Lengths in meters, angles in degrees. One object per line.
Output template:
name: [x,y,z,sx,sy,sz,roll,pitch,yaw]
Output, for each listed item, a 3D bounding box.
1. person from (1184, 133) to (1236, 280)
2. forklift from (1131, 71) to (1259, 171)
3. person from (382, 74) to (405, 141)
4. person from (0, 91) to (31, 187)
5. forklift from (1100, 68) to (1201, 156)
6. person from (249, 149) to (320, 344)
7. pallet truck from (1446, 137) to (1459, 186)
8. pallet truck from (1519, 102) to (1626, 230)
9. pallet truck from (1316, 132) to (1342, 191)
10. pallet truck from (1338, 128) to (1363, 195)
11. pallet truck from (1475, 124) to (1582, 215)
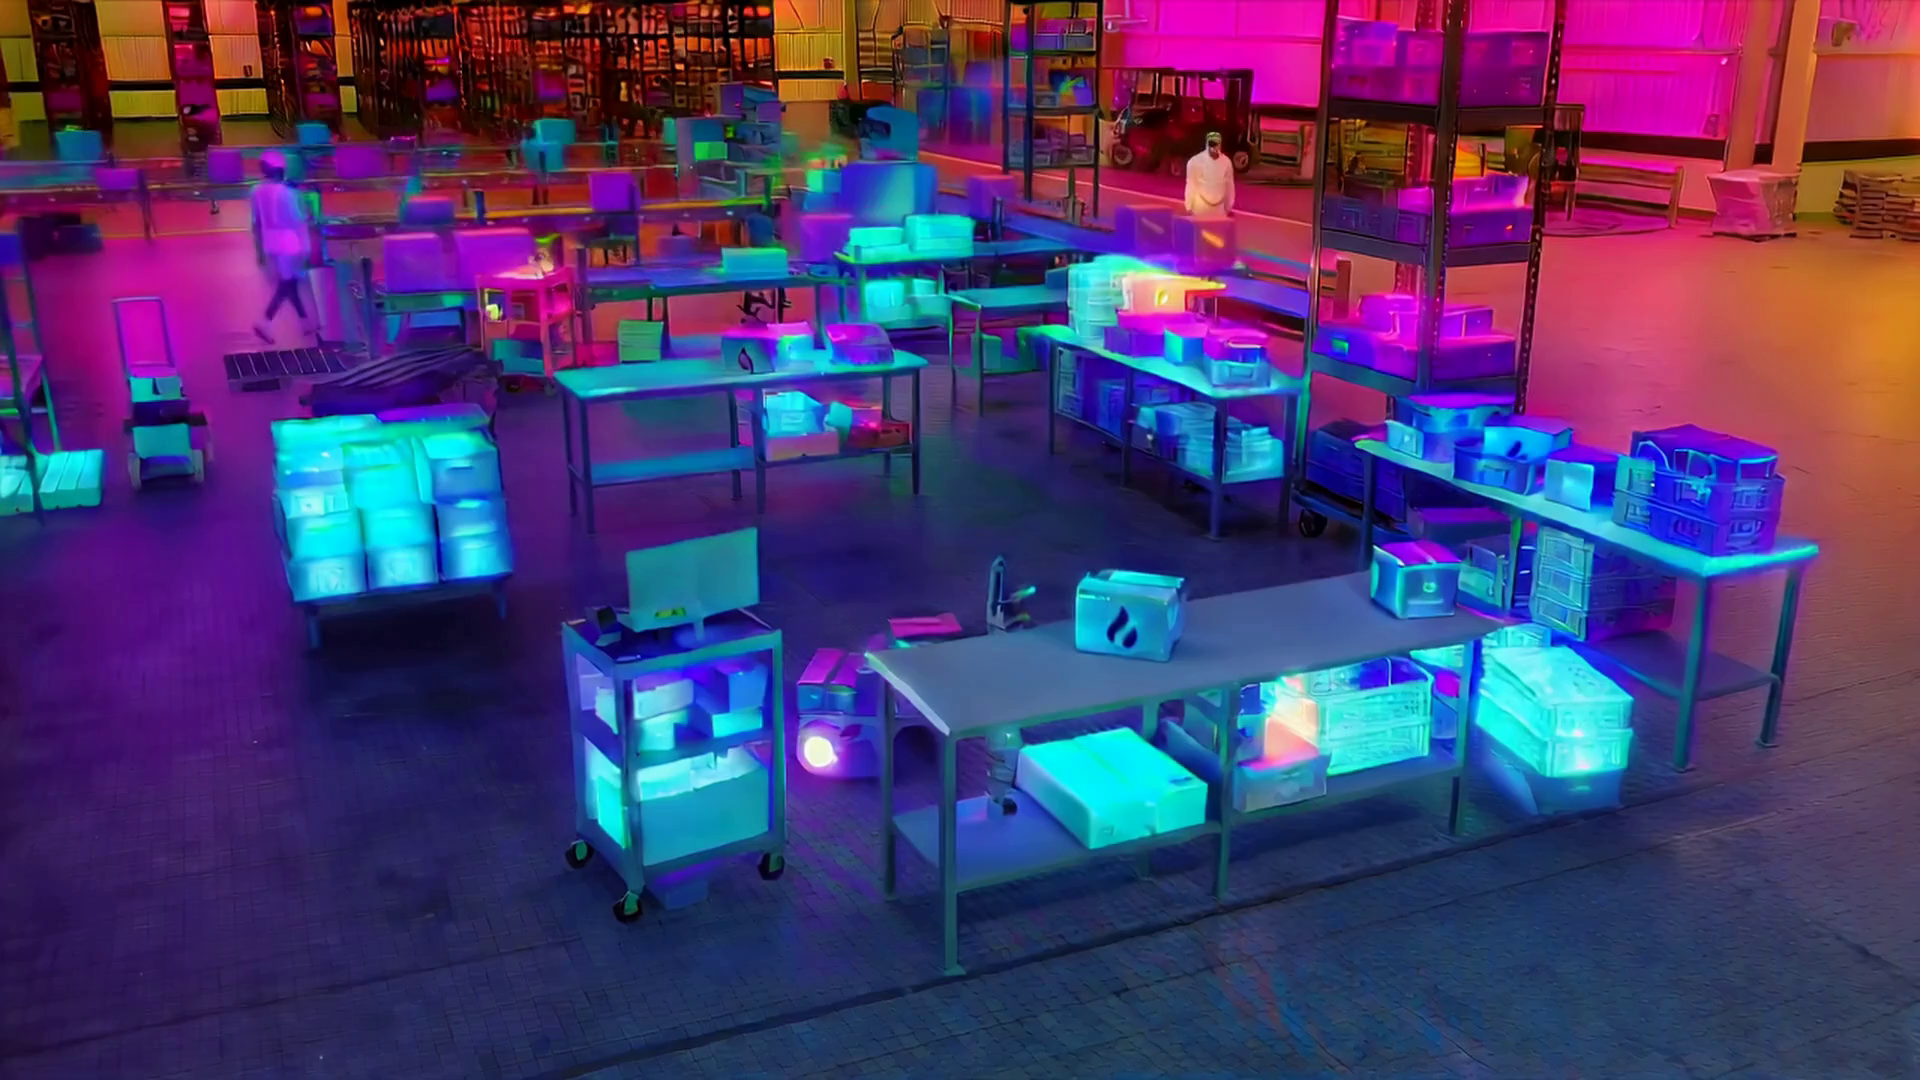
person: [3.243,-4.283,21.446,0.661,1.886,0.524,-5,18,-17]
forklift: [4.998,-8.936,35.413,2.680,1.987,1.157,-9,20,-25]
person: [-15.219,-11.665,44.848,0.958,1.804,0.592,-4,18,-12]
person: [-18.544,-7.716,32.198,0.865,1.914,0.651,-1,18,-3]
forklift: [4.082,-9.564,37.410,2.680,1.987,1.157,-8,19,-23]
person: [-7.166,-3.082,17.475,0.617,2.013,1.000,8,19,24]
pallet truck: [9.184,-6.485,29.328,1.630,1.274,0.653,-8,19,-23]
pallet truck: [9.972,-6.037,26.785,1.885,1.965,0.823,-9,20,-25]
pallet truck: [7.723,-7.504,32.656,1.601,1.201,0.680,-8,19,-23]
pallet truck: [7.845,-7.140,31.411,1.522,1.261,0.704,-9,20,-25]
pallet truck: [9.707,-6.455,28.103,1.885,1.965,0.823,-7,19,-20]
